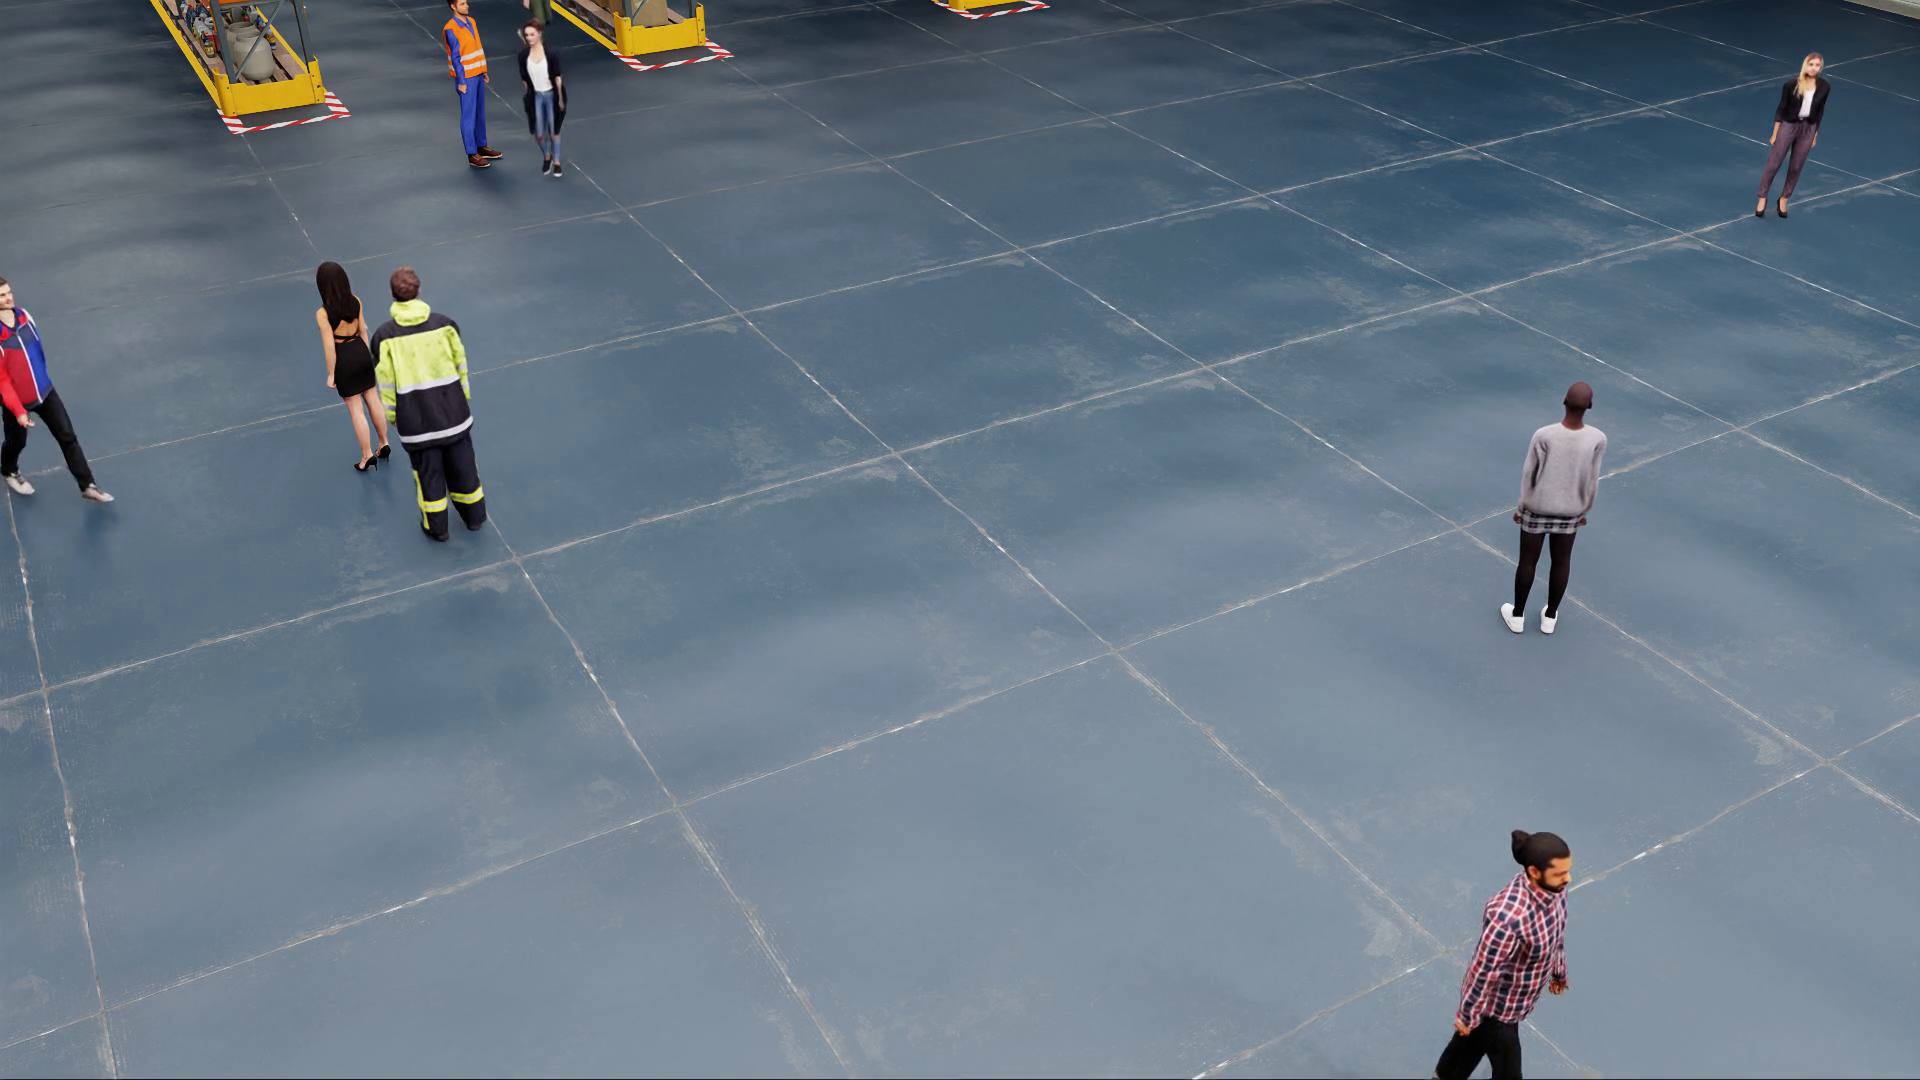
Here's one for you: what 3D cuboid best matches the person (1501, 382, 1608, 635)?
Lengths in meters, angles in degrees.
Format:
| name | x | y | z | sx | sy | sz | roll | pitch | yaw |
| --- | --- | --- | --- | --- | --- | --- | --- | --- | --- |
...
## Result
| name | x | y | z | sx | sy | sz | roll | pitch | yaw |
| --- | --- | --- | --- | --- | --- | --- | --- | --- | --- |
| person | 3.736 | -0.197 | 10.467 | 0.699 | 1.772 | 0.725 | 3 | 32 | 5 |

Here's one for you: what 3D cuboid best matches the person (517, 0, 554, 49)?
| name | x | y | z | sx | sy | sz | roll | pitch | yaw |
| --- | --- | --- | --- | --- | --- | --- | --- | --- | --- |
| person | -5.510 | -7.007 | 21.386 | 0.985 | 1.640 | 0.849 | 18 | 36 | 26 |

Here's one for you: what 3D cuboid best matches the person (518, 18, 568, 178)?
| name | x | y | z | sx | sy | sz | roll | pitch | yaw |
| --- | --- | --- | --- | --- | --- | --- | --- | --- | --- |
| person | -4.407 | -4.719 | 17.731 | 0.757 | 1.670 | 0.817 | -3 | 32 | -5 |

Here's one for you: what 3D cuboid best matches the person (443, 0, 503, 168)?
| name | x | y | z | sx | sy | sz | roll | pitch | yaw |
| --- | --- | --- | --- | --- | --- | --- | --- | --- | --- |
| person | -5.317 | -5.011 | 18.012 | 0.838 | 1.864 | 0.773 | 7 | 33 | 11 |

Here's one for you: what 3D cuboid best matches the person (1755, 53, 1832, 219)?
| name | x | y | z | sx | sy | sz | roll | pitch | yaw |
| --- | --- | --- | --- | --- | --- | --- | --- | --- | --- |
| person | 8.367 | -4.056 | 16.679 | 0.688 | 1.670 | 0.733 | 6 | 33 | 9 |

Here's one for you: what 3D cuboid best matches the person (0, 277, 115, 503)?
| name | x | y | z | sx | sy | sz | roll | pitch | yaw |
| --- | --- | --- | --- | --- | --- | --- | --- | --- | --- |
| person | -6.731 | -1.041 | 11.853 | 1.240 | 1.719 | 1.048 | 15 | 35 | 22 |

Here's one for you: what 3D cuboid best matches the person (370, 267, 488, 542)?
| name | x | y | z | sx | sy | sz | roll | pitch | yaw |
| --- | --- | --- | --- | --- | --- | --- | --- | --- | --- |
| person | -3.658 | -0.934 | 11.440 | 0.760 | 1.981 | 0.616 | -18 | 36 | -26 |

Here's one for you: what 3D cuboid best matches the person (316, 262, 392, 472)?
| name | x | y | z | sx | sy | sz | roll | pitch | yaw |
| --- | --- | --- | --- | --- | --- | --- | --- | --- | --- |
| person | -4.489 | -1.277 | 12.293 | 0.627 | 1.649 | 0.624 | 19 | 37 | 27 |

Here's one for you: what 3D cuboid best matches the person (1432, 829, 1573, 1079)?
| name | x | y | z | sx | sy | sz | roll | pitch | yaw |
| --- | --- | --- | --- | --- | --- | --- | --- | --- | --- |
| person | 2.280 | 1.907 | 7.165 | 1.077 | 1.737 | 0.927 | 24 | 39 | 32 |
